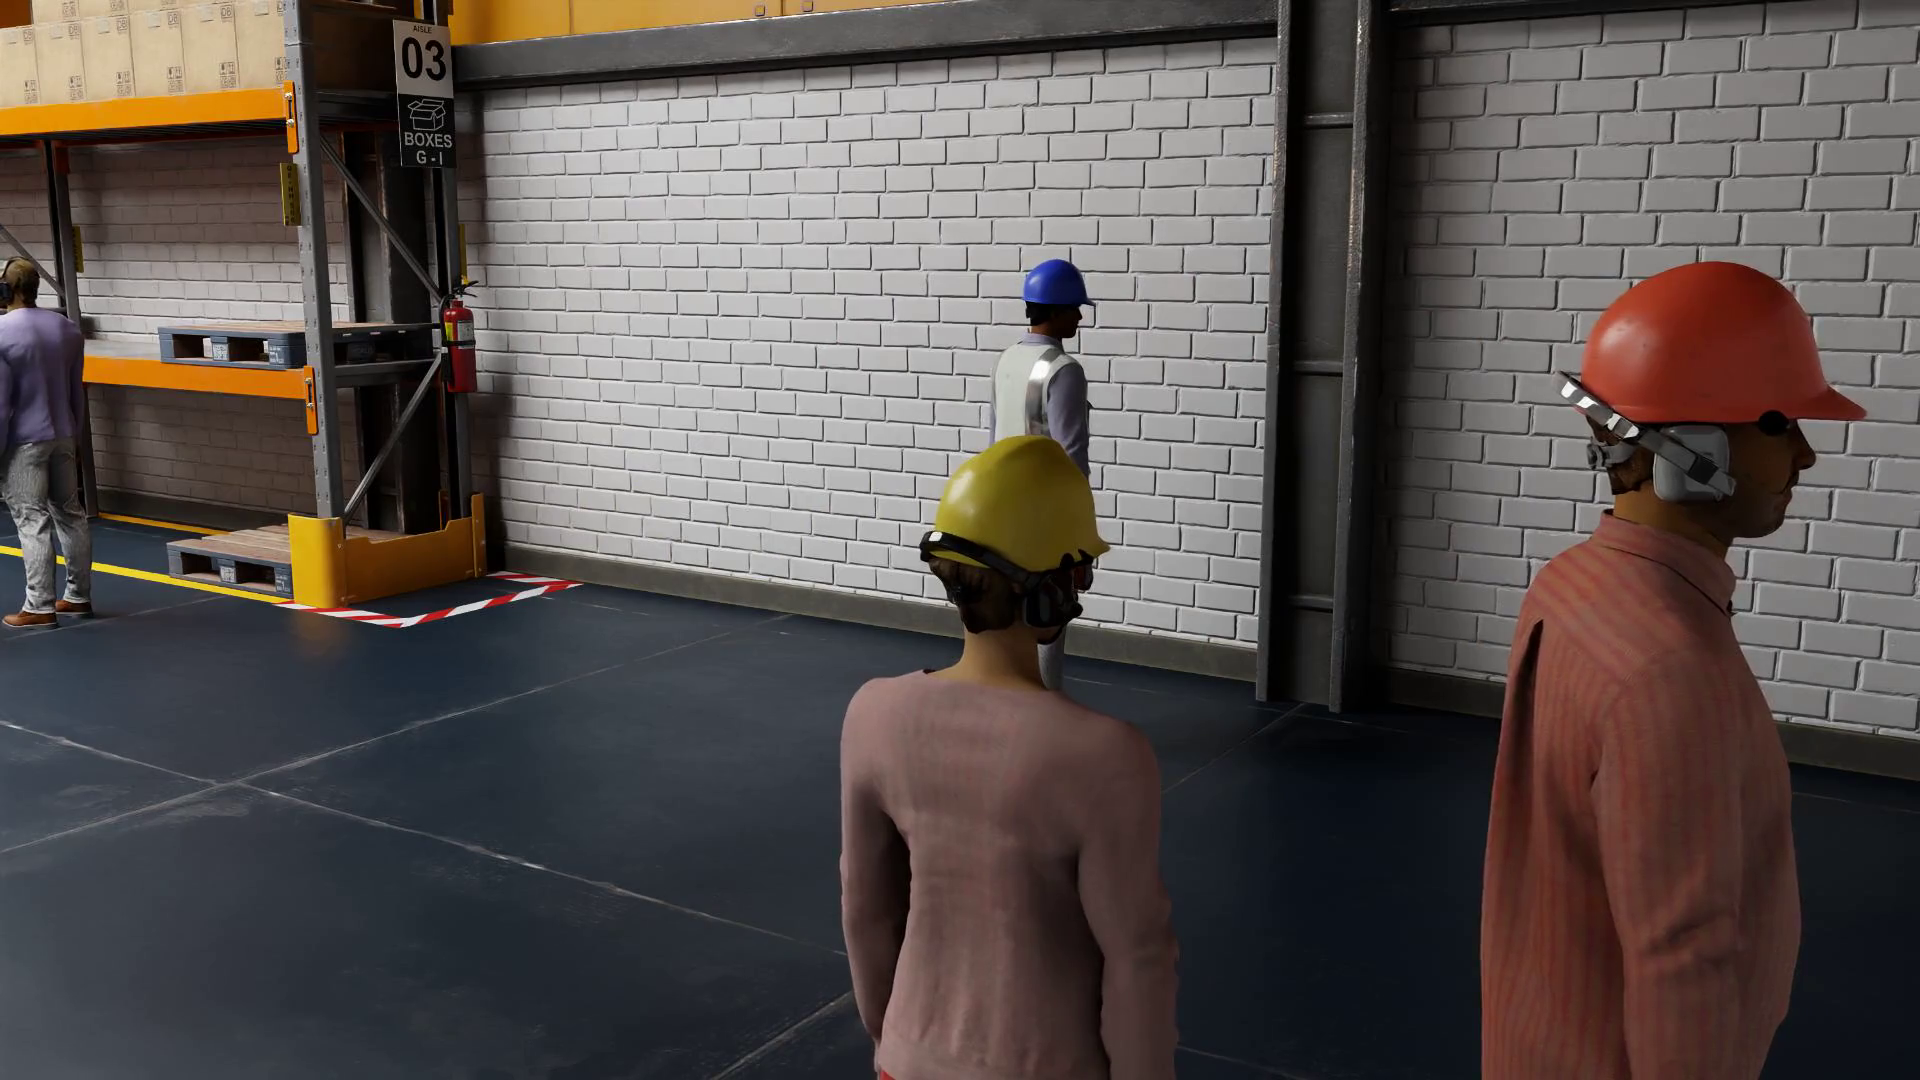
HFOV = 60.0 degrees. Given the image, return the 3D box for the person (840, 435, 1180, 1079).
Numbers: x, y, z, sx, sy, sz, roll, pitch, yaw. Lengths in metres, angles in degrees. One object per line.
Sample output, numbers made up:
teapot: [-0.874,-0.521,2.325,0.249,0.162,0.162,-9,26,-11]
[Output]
person: [0.071,0.739,2.294,0.523,1.769,0.316,8,13,36]

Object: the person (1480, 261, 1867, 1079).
person: [0.835,0.666,2.065,0.379,1.996,0.611,1,10,7]

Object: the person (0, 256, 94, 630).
person: [-4.827,-0.497,8.670,0.372,1.940,0.631,3,11,15]

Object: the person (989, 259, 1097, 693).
person: [0.339,-0.132,6.617,0.405,1.945,0.615,-5,11,-27]
